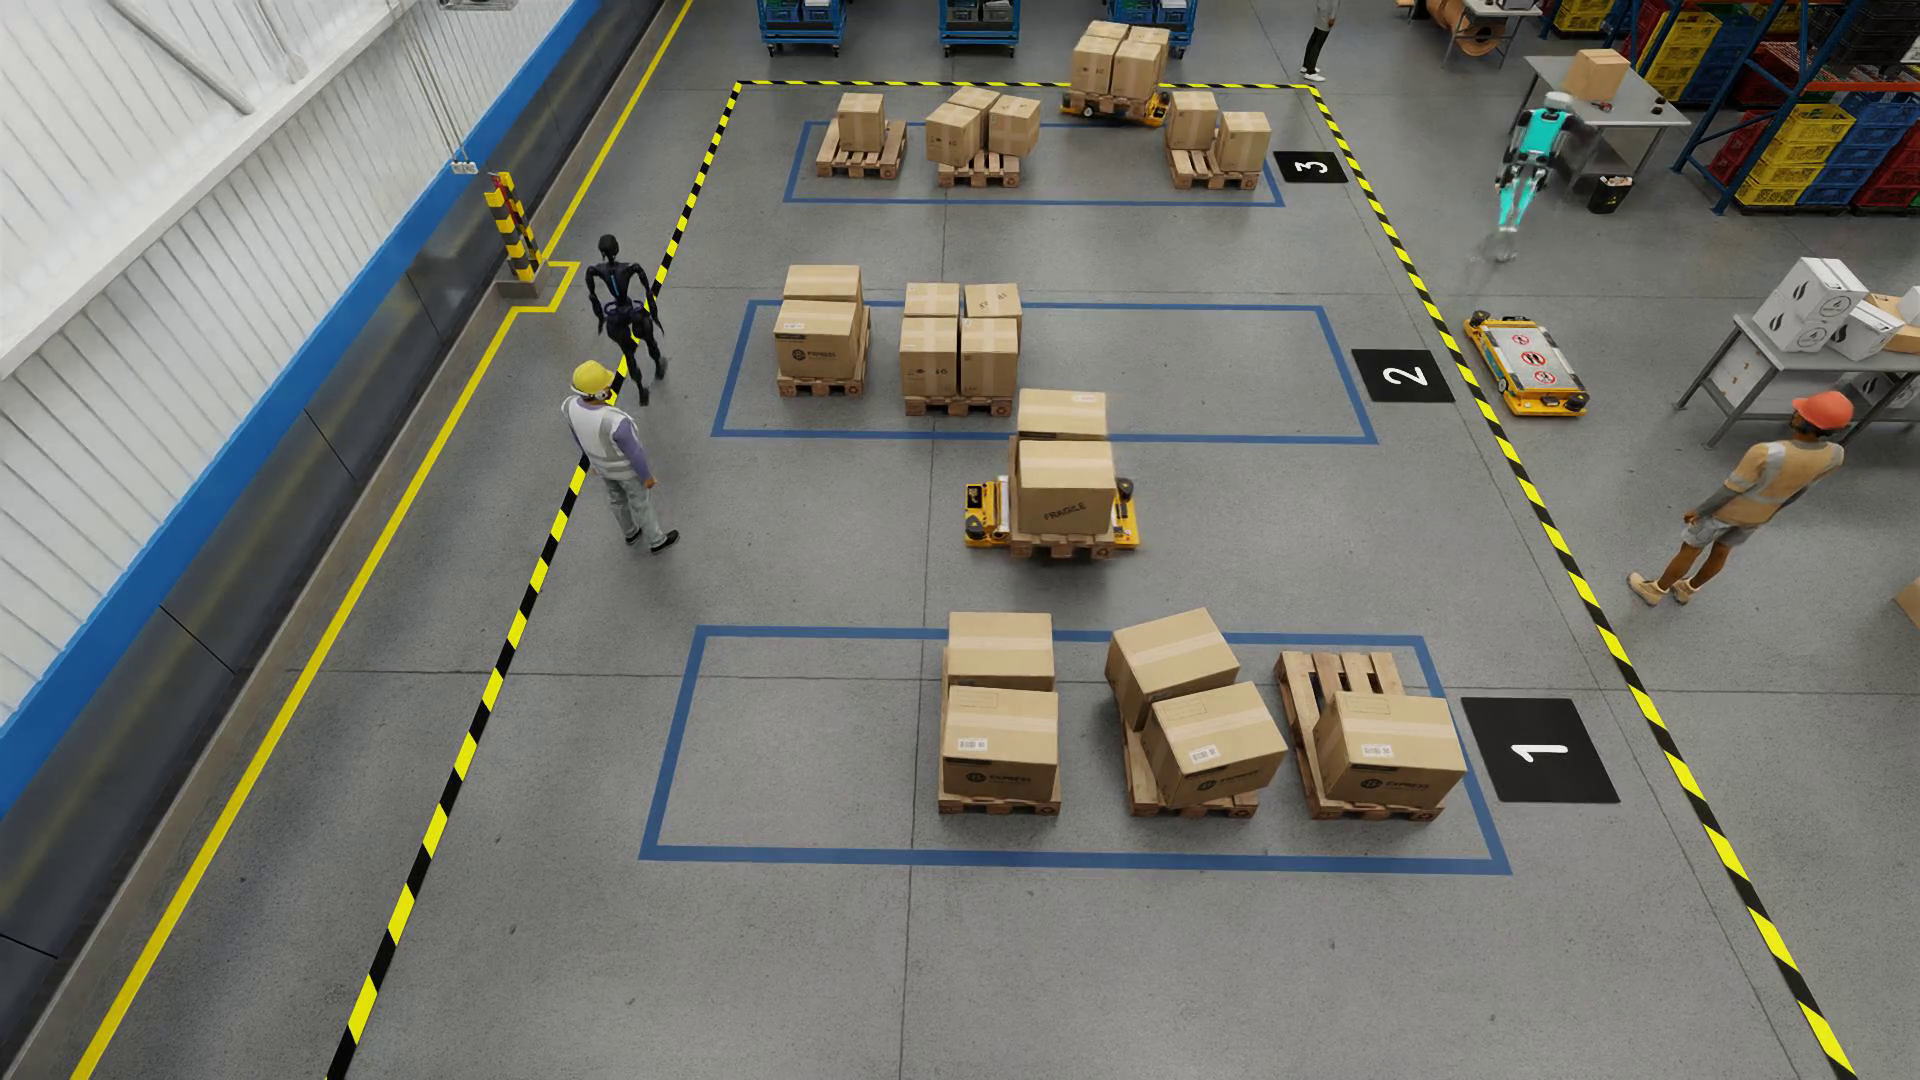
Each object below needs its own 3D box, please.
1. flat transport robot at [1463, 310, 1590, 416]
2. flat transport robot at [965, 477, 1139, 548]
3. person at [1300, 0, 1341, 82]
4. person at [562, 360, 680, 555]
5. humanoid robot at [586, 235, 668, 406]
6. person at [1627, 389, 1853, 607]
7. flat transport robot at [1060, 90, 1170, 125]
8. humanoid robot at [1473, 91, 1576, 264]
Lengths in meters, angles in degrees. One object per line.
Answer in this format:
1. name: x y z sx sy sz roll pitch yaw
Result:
1. flat transport robot: 5.573 -1.757 9.054 0.659 0.231 1.431 1 49 1
2. flat transport robot: 0.761 -0.245 7.727 1.431 0.197 0.652 1 49 1
3. person: 5.264 -7.542 13.017 0.389 1.849 0.587 3 49 3
4. person: -2.603 -0.606 7.023 0.596 1.830 0.403 21 52 18
5. humanoid robot: -3.049 -2.059 8.392 0.585 1.641 0.636 -8 50 -7
6. person: 5.581 -0.247 6.575 0.613 2.042 0.372 -1 49 -1
7. flat transport robot: 2.175 -6.131 12.821 1.431 0.197 0.652 14 51 12
8. humanoid robot: 6.035 -3.775 9.822 0.551 1.751 0.773 12 50 10
